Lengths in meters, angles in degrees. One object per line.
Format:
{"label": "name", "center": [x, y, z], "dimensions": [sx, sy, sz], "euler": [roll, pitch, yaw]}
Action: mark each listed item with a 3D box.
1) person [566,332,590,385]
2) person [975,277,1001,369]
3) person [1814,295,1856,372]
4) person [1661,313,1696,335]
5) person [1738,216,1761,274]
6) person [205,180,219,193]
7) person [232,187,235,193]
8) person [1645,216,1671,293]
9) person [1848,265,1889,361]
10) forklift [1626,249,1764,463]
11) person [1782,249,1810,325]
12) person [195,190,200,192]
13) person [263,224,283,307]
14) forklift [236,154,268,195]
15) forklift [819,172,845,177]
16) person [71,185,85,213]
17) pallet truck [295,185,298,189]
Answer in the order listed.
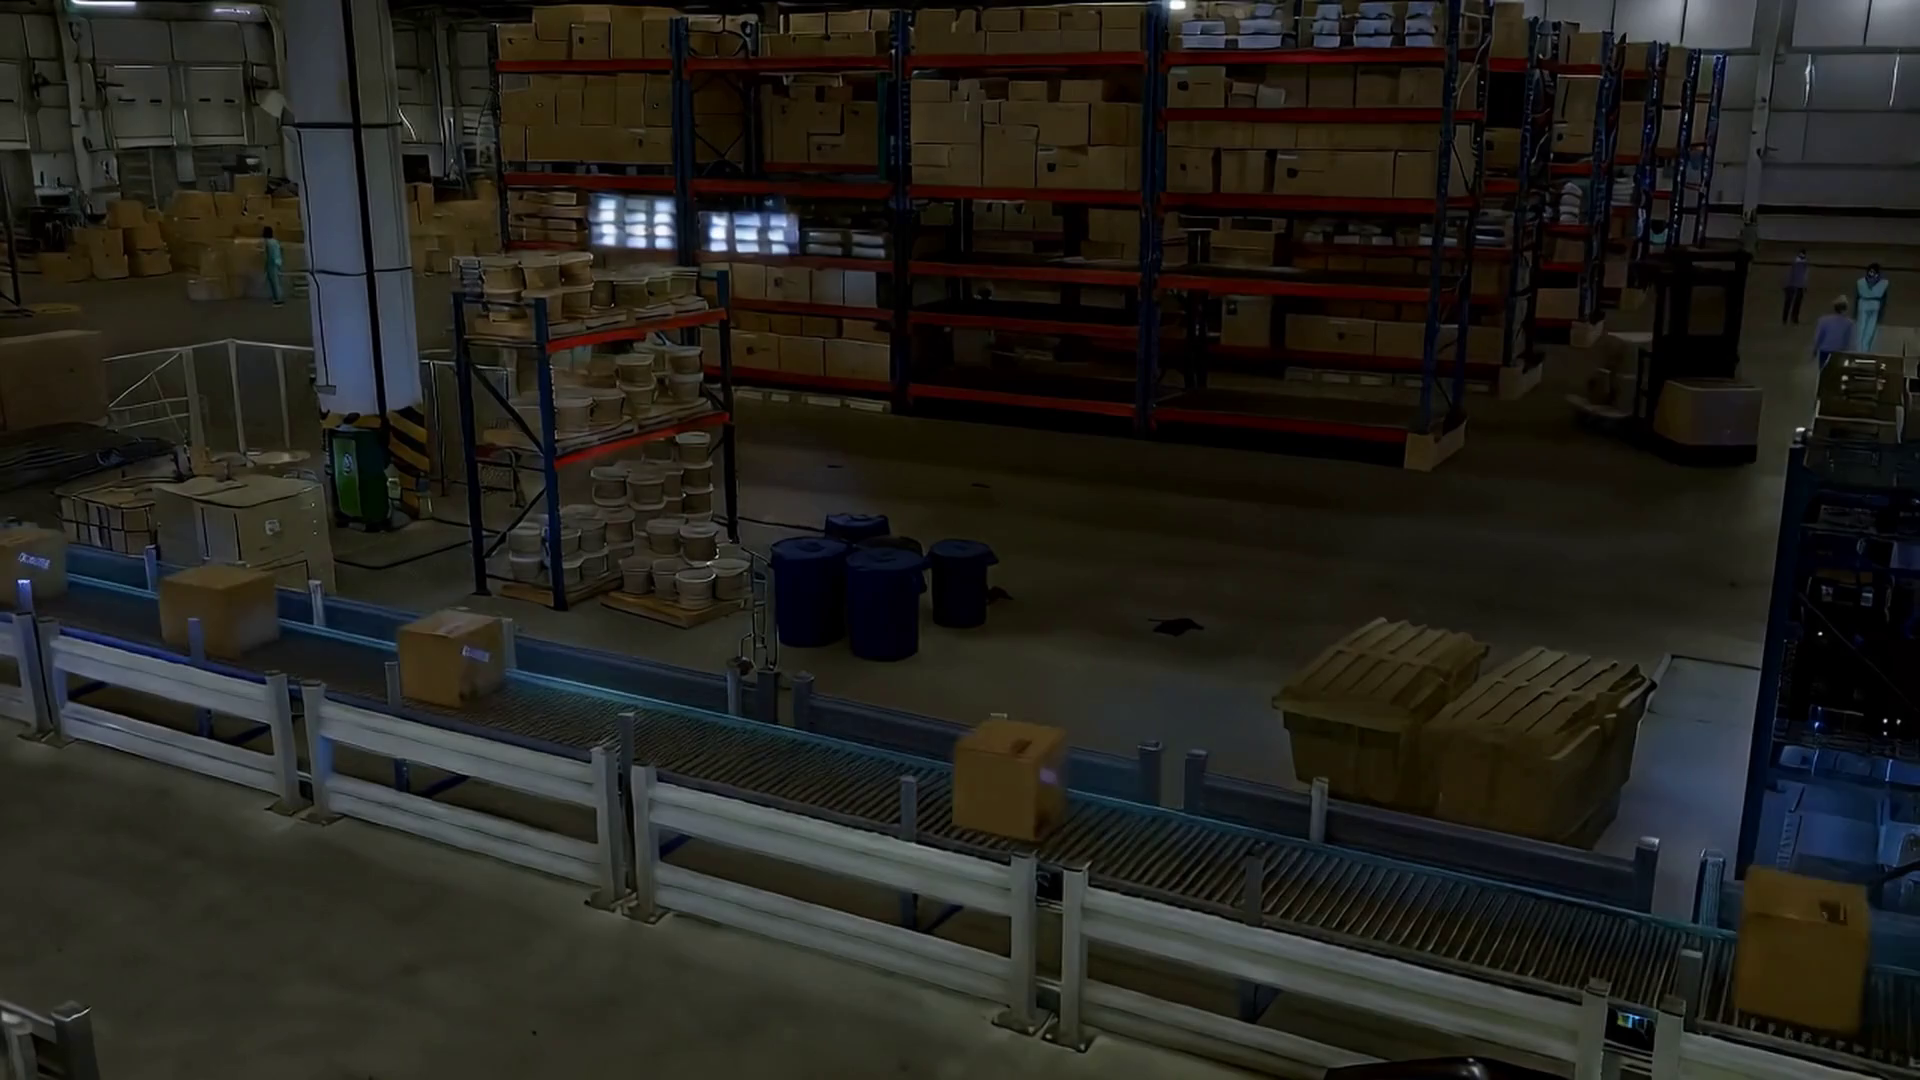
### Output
{"label": "person", "center": [-6.072, -2.892, 26.249], "dimensions": [0.435, 1.684, 0.560], "euler": [1, 15, 4]}
{"label": "person", "center": [0.515, -3.781, 29.143], "dimensions": [0.543, 1.924, 0.592], "euler": [7, 17, 25]}
{"label": "person", "center": [14.134, -3.084, 26.862], "dimensions": [0.553, 1.734, 0.748], "euler": [10, 18, 32]}
{"label": "person", "center": [10.165, -2.335, 23.773], "dimensions": [0.443, 1.890, 0.671], "euler": [-9, 17, -31]}
{"label": "person", "center": [22.128, -8.273, 46.625], "dimensions": [0.535, 1.602, 0.729], "euler": [7, 17, 26]}
{"label": "person", "center": [-30.093, -13.689, 67.018], "dimensions": [0.529, 1.590, 0.864], "euler": [-5, 16, -19]}
{"label": "person", "center": [-24.357, -10.900, 55.950], "dimensions": [0.635, 1.909, 0.865], "euler": [6, 16, 21]}
{"label": "person", "center": [17.637, -7.223, 42.096], "dimensions": [0.375, 1.917, 0.599], "euler": [-13, 19, -39]}
{"label": "person", "center": [16.893, -4.209, 30.989], "dimensions": [0.605, 1.792, 0.931], "euler": [9, 18, 31]}
{"label": "forklift", "center": [10.143, -2.559, 22.719], "dimensions": [1.129, 2.768, 1.873], "euler": [0, 15, 2]}
{"label": "person", "center": [18.191, -5.512, 36.203], "dimensions": [0.507, 1.636, 0.275], "euler": [3, 15, 13]}
{"label": "person", "center": [-26.517, -11.351, 58.028], "dimensions": [0.895, 1.688, 0.504], "euler": [0, 15, 1]}
{"label": "person", "center": [-16.245, -6.495, 39.355], "dimensions": [0.391, 1.922, 0.593], "euler": [-3, 15, -13]}
{"label": "forklift", "center": [-25.676, -12.614, 60.518], "dimensions": [1.873, 2.768, 1.129], "euler": [8, 17, 28]}
{"label": "forklift", "center": [-4.279, -11.382, 55.887], "dimensions": [1.129, 2.768, 1.873], "euler": [8, 17, 27]}
{"label": "person", "center": [-30.994, -11.588, 58.696], "dimensions": [0.837, 1.814, 0.548], "euler": [-3, 15, -12]}
{"label": "pallet truck", "center": [-26.804, -14.617, 69.738], "dimensions": [1.885, 1.965, 0.823], "euler": [-14, 20, -42]}
